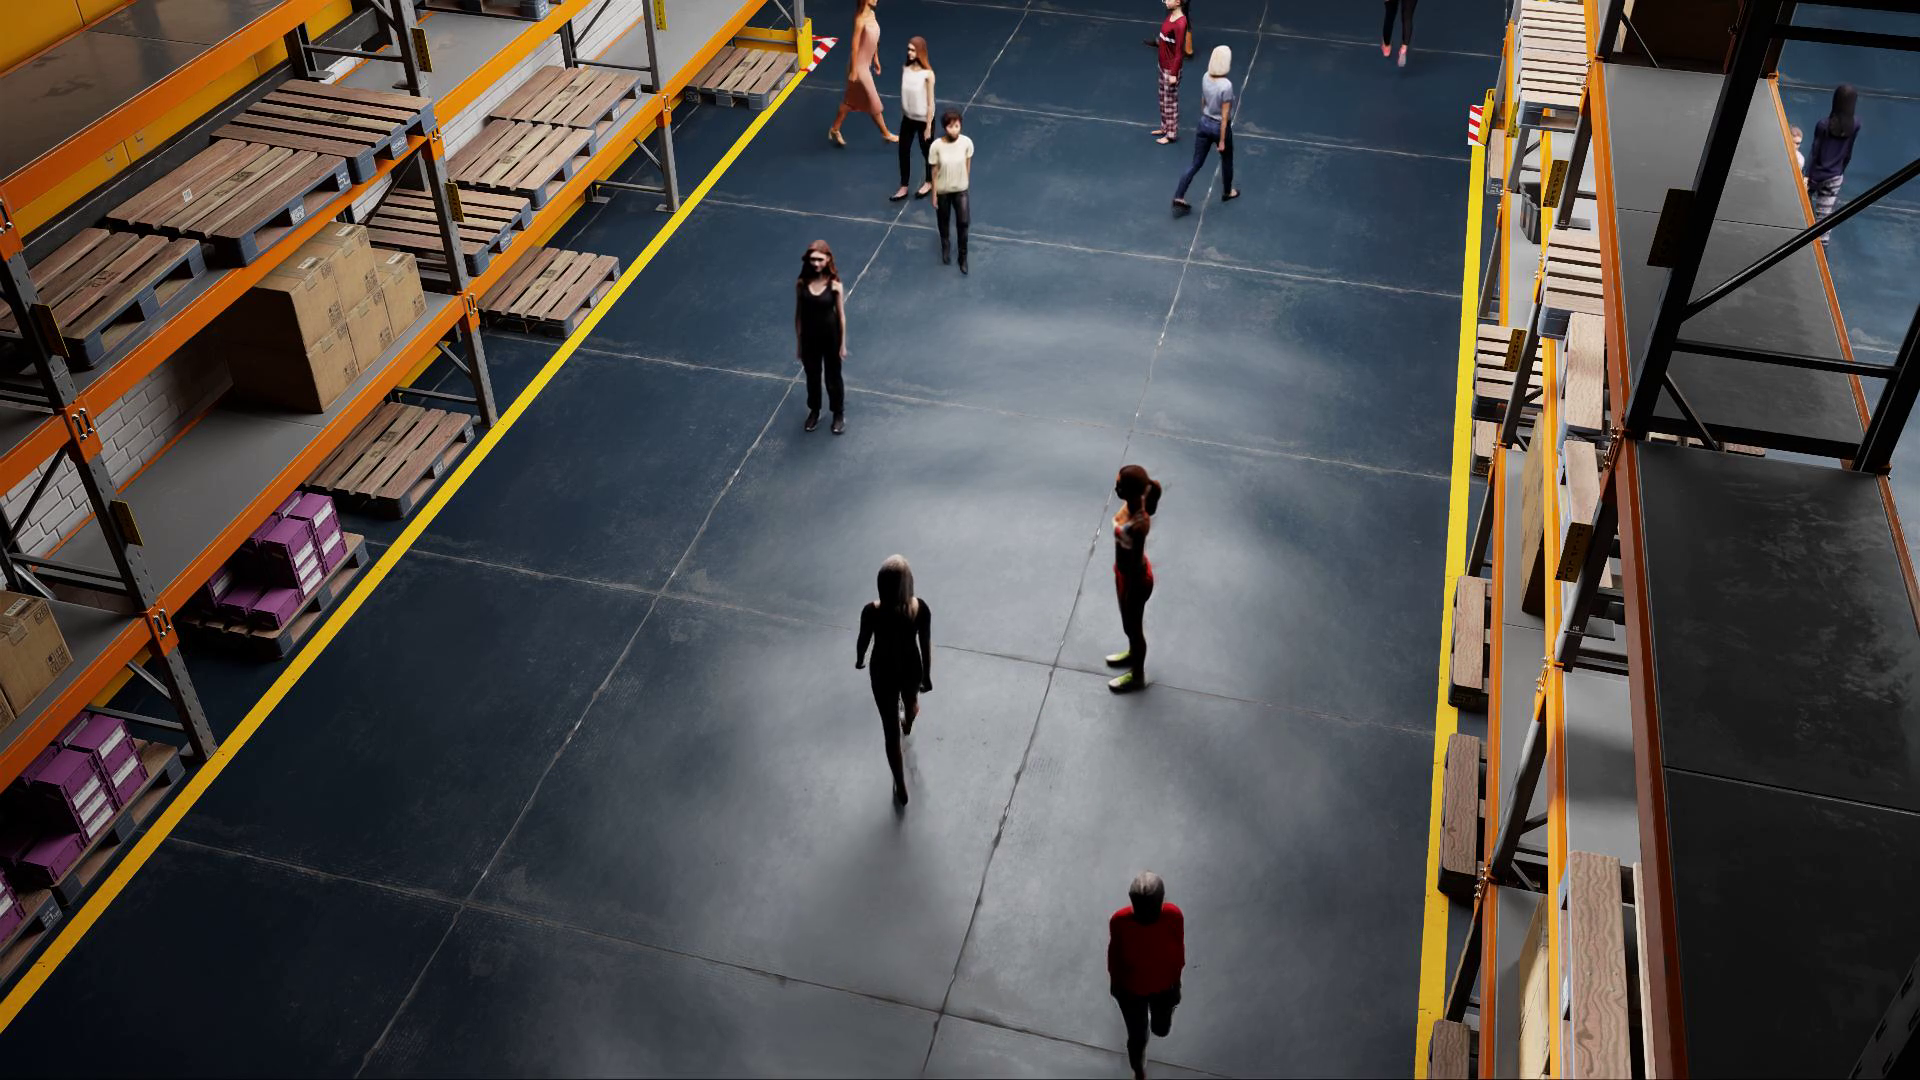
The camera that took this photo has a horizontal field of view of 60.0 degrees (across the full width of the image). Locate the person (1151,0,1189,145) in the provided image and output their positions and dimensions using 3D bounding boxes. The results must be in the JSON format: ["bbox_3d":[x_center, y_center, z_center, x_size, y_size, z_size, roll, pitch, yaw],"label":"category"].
[{"bbox_3d":[2.268,-5.118,17.908,0.750,1.699,0.600,-7,39,-8],"label":"person"}]

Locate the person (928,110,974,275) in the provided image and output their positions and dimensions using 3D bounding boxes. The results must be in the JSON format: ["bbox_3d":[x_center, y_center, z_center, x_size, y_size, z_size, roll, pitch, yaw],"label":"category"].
[{"bbox_3d":[-0.109,-3.352,15.799,0.747,1.571,0.839,-5,39,-6],"label":"person"}]

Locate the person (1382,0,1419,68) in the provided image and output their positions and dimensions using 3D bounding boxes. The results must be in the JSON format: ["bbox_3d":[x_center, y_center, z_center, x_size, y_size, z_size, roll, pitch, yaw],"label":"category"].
[{"bbox_3d":[5.210,-6.416,19.550,0.664,1.678,1.051,5,39,7],"label":"person"}]

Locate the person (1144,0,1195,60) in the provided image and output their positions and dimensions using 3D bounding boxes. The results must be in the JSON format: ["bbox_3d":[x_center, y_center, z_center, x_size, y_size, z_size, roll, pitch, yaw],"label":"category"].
[{"bbox_3d":[2.699,-6.500,19.684,0.686,1.642,0.833,12,40,14],"label":"person"}]

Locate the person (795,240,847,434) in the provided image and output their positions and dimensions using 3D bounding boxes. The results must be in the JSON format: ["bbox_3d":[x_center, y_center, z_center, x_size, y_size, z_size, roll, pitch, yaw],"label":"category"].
[{"bbox_3d":[-1.116,-1.671,13.555,0.576,1.745,0.537,6,39,7],"label":"person"}]

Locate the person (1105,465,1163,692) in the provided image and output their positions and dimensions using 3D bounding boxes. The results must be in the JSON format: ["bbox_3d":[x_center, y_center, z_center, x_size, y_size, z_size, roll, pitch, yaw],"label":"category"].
[{"bbox_3d":[1.157,0.249,11.121,0.697,1.782,0.568,-3,39,-4],"label":"person"}]

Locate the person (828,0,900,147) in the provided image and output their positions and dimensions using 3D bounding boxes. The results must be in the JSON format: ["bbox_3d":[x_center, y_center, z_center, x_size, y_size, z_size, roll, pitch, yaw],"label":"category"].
[{"bbox_3d":[-1.143,-5.002,17.700,0.707,1.777,1.013,11,40,13],"label":"person"}]

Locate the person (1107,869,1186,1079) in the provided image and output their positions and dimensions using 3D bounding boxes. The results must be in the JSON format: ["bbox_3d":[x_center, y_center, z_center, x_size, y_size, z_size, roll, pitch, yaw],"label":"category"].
[{"bbox_3d":[0.947,2.255,8.693,0.762,1.677,0.955,-5,39,-6],"label":"person"}]

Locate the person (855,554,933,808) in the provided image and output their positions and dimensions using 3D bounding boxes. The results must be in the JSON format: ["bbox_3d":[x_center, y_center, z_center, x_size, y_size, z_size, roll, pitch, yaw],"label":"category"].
[{"bbox_3d":[-0.381,0.913,10.278,0.930,1.796,1.160,-9,39,-11],"label":"person"}]

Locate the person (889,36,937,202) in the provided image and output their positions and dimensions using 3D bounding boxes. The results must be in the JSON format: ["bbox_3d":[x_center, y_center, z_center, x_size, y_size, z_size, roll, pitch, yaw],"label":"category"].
[{"bbox_3d":[-0.365,-4.290,16.863,0.776,1.709,0.887,26,45,29],"label":"person"}]

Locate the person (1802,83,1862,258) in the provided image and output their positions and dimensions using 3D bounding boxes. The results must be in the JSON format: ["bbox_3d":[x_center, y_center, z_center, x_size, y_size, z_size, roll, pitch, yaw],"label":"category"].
[{"bbox_3d":[8.236,-3.421,15.793,0.830,1.686,1.131,-2,39,-2],"label":"person"}]

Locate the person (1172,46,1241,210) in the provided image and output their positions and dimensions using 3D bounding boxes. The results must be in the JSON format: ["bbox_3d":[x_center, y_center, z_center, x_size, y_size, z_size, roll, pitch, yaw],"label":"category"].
[{"bbox_3d":[2.461,-4.063,16.597,1.153,1.686,1.028,-24,44,-27],"label":"person"}]
